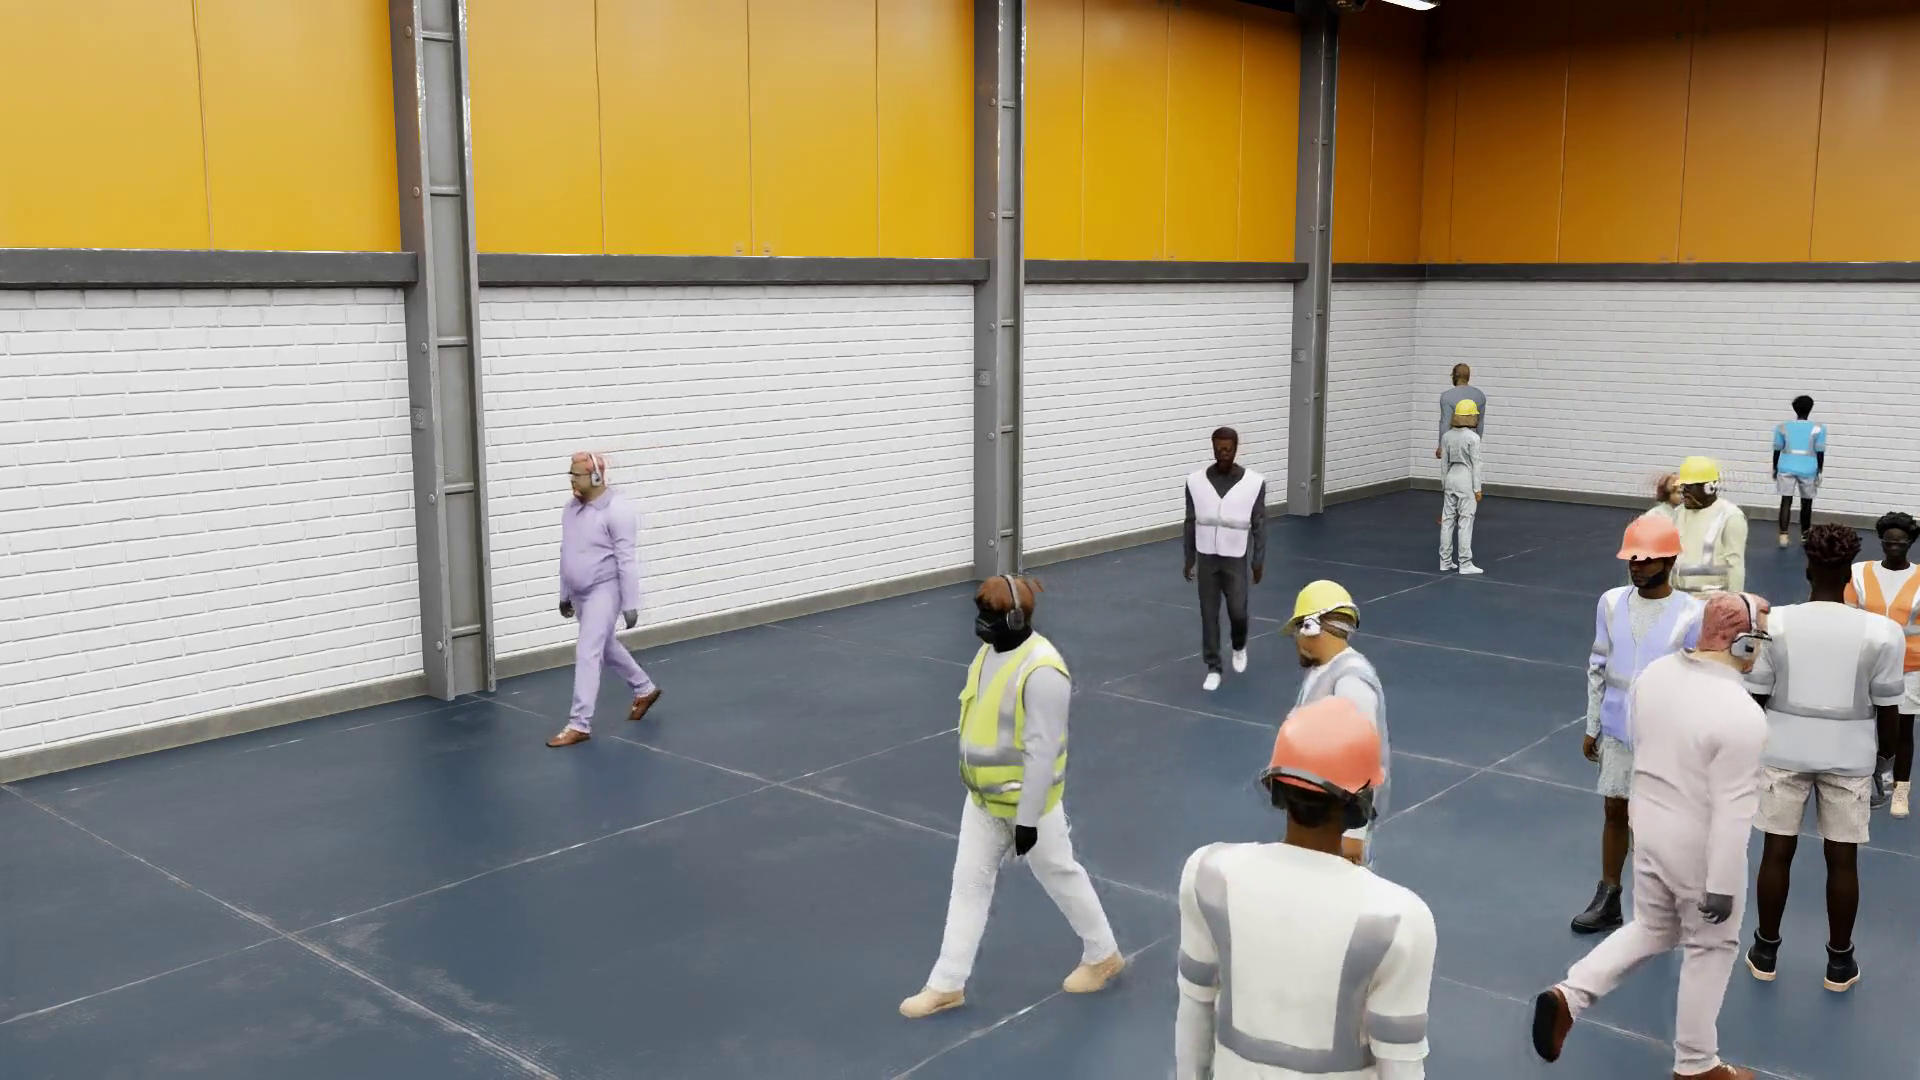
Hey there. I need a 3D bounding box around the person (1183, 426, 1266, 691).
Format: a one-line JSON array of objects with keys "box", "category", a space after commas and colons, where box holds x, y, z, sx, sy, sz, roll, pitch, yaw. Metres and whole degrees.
[{"box": [1.916, 0.116, 12.047, 0.587, 1.909, 0.525, 3, 10, 19], "category": "person"}]

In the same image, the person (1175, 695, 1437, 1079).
[{"box": [0.744, 1.367, 3.805, 0.612, 2.029, 0.692, 5, 10, 28], "category": "person"}]

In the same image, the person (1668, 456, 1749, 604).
[{"box": [4.832, 0.351, 10.875, 0.428, 1.809, 0.612, -3, 9, -18], "category": "person"}]

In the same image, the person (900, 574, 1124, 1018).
[{"box": [0.260, 1.023, 6.746, 0.987, 1.801, 0.633, -5, 10, -28], "category": "person"}]

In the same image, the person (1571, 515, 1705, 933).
[{"box": [3.018, 0.847, 7.362, 0.360, 1.936, 0.552, -8, 12, -41], "category": "person"}]

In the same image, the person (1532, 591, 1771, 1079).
[{"box": [2.539, 1.103, 5.973, 0.750, 1.874, 0.671, -2, 9, -11], "category": "person"}]

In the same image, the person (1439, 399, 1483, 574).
[{"box": [5.035, -0.537, 16.662, 0.295, 1.744, 0.484, -6, 11, -31], "category": "person"}]

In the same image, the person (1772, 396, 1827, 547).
[{"box": [9.203, -0.754, 18.255, 0.547, 1.667, 0.716, 6, 11, 35], "category": "person"}]

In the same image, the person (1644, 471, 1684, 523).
[{"box": [4.945, 0.325, 11.618, 0.522, 1.625, 0.370, -8, 12, -40], "category": "person"}]

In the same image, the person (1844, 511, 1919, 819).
[{"box": [5.101, 0.680, 9.162, 0.542, 1.695, 0.316, 7, 11, 36], "category": "person"}]

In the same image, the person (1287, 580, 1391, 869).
[{"box": [1.455, 1.066, 6.491, 0.406, 1.783, 0.679, 0, 9, -1], "category": "person"}]

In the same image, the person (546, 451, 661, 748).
[{"box": [-2.316, 0.339, 10.781, 0.657, 1.872, 0.946, 8, 12, 42], "category": "person"}]

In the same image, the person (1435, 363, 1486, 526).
[{"box": [5.952, -1.138, 19.827, 0.638, 1.936, 0.356, -4, 10, -22], "category": "person"}]

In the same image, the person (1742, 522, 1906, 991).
[{"box": [3.573, 0.900, 6.941, 0.606, 1.966, 0.367, 5, 10, 26], "category": "person"}]
